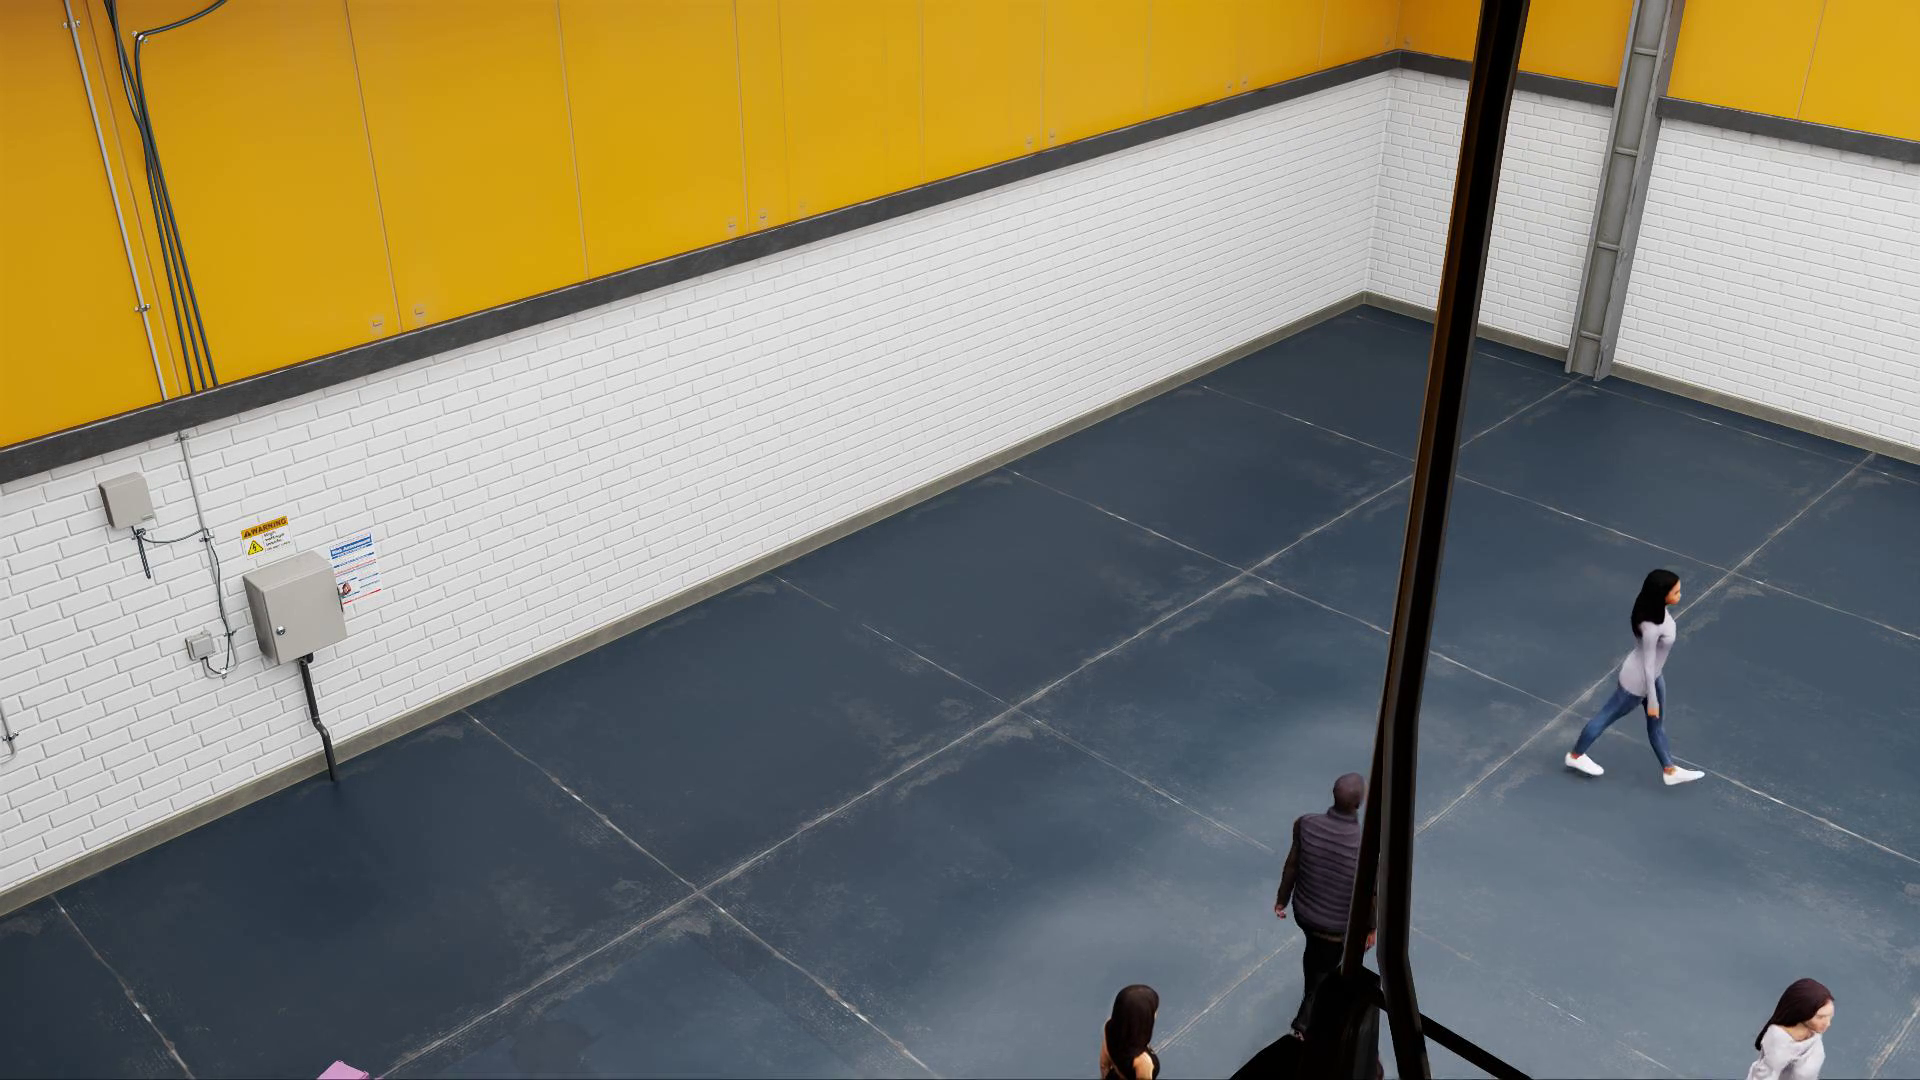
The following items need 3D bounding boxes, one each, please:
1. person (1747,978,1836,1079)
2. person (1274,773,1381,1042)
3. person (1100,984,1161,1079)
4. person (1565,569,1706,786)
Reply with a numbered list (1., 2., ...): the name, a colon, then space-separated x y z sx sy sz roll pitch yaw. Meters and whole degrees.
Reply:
1. person: 3.957 2.760 8.304 0.627 1.616 0.864 -25 38 -38
2. person: 1.991 2.139 9.248 1.061 1.801 0.893 18 33 29
3. person: 0.800 2.821 8.159 0.692 1.648 0.541 -13 31 -23
4. person: 4.590 0.968 11.516 1.217 1.686 0.880 14 31 23
